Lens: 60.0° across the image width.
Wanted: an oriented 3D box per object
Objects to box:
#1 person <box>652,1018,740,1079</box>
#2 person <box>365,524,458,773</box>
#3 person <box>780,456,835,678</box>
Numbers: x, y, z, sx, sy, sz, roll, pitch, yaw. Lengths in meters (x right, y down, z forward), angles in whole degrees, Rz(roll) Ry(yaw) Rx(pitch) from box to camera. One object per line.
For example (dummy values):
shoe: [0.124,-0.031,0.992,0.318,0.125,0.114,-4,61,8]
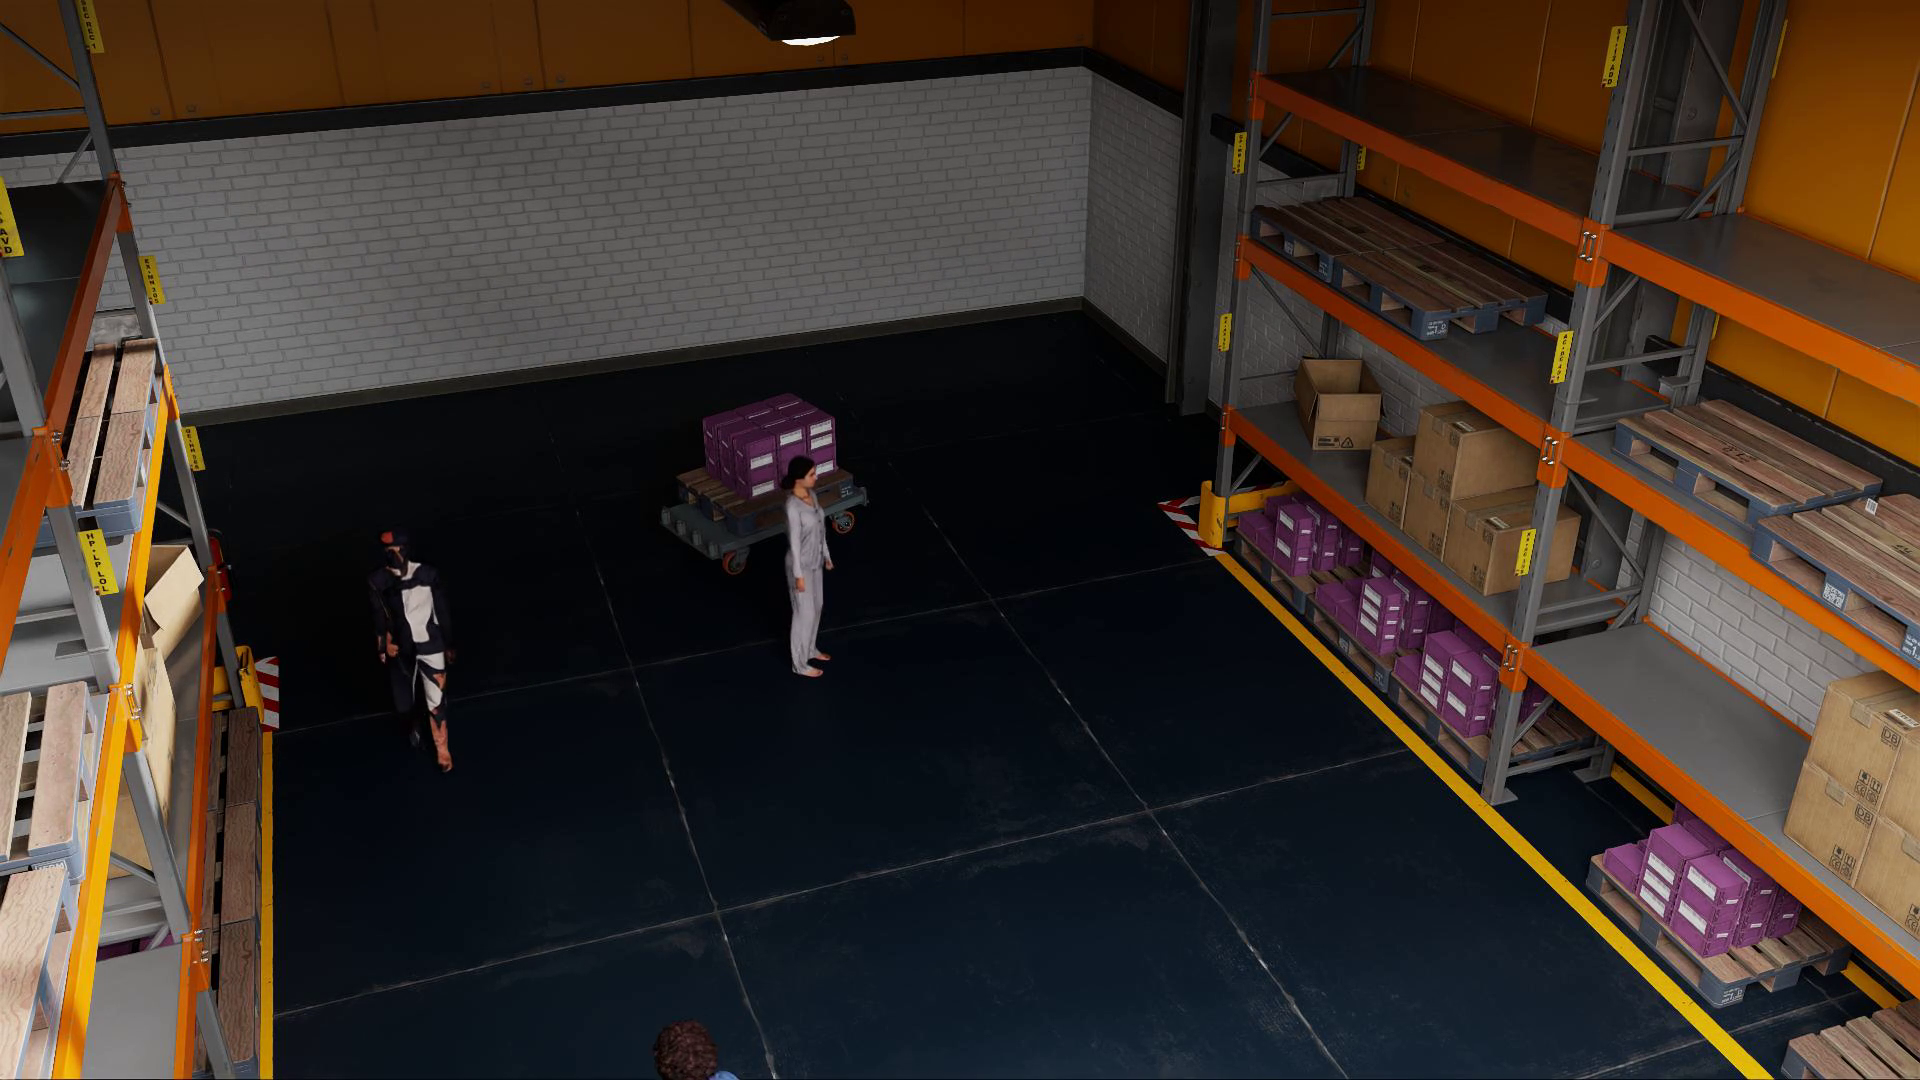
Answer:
person: [-1.156,2.929,7.508,0.780,1.795,0.984,-15,32,-26]
person: [-3.756,0.704,11.499,0.704,1.880,0.775,-8,30,-14]
person: [-1.203,0.209,12.593,0.754,1.701,0.670,9,30,16]
